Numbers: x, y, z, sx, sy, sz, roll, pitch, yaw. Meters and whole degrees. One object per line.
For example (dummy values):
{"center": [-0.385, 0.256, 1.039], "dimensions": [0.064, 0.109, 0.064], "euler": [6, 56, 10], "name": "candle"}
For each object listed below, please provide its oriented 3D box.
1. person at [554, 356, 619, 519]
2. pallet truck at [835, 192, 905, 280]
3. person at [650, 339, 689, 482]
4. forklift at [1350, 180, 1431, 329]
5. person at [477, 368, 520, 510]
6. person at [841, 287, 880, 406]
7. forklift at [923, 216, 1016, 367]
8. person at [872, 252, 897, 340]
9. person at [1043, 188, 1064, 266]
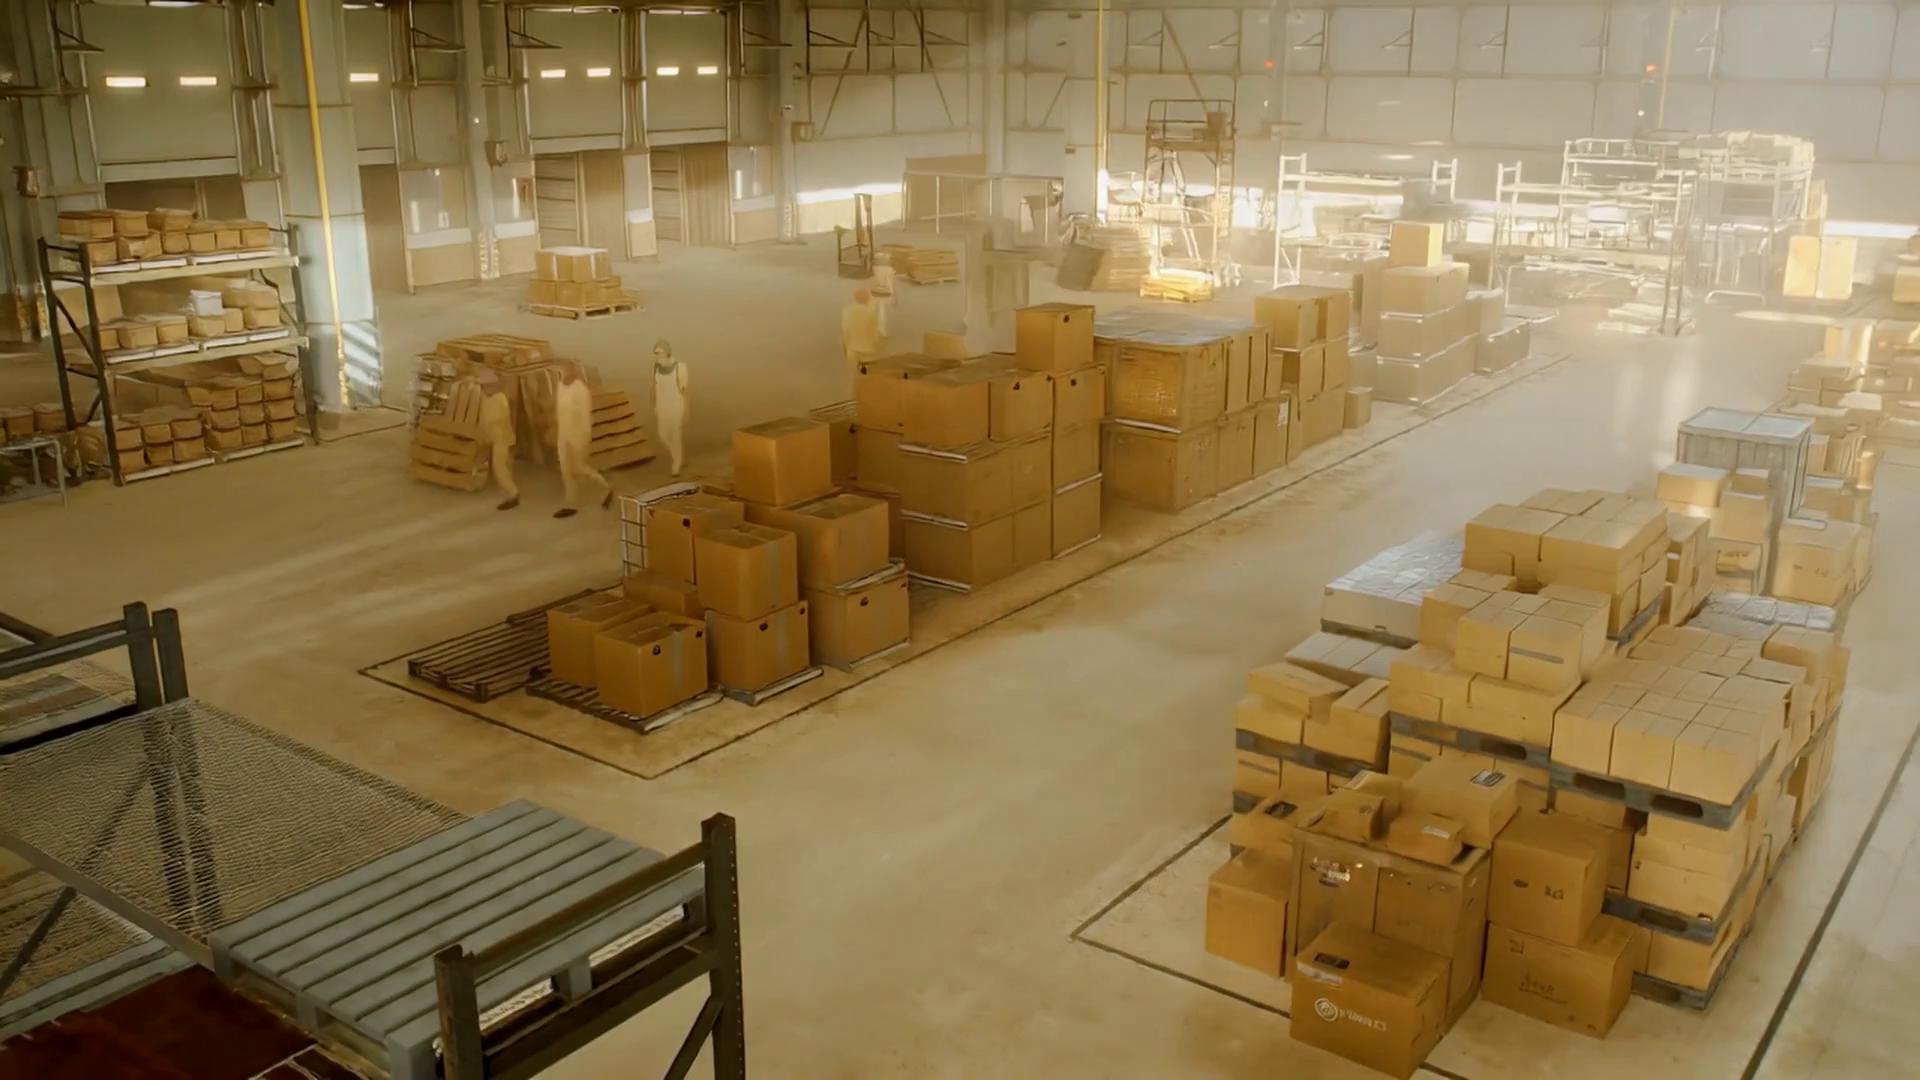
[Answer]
{"center": [-4.439, -1.210, 19.422], "dimensions": [0.690, 1.921, 0.633], "euler": [-11, 20, -33], "name": "person"}
{"center": [-1.936, -7.159, 38.982], "dimensions": [1.885, 1.965, 0.823], "euler": [-12, 21, -34], "name": "pallet truck"}
{"center": [-3.644, -1.674, 21.135], "dimensions": [0.535, 1.828, 0.584], "euler": [4, 17, 14], "name": "person"}
{"center": [8.578, -5.417, 31.710], "dimensions": [1.873, 2.768, 1.129], "euler": [10, 19, 29], "name": "forklift"}
{"center": [-5.455, -1.181, 19.636], "dimensions": [0.422, 1.725, 0.503], "euler": [-16, 23, -42], "name": "person"}
{"center": [-1.507, -2.800, 24.734], "dimensions": [0.646, 1.905, 0.983], "euler": [7, 18, 22], "name": "person"}
{"center": [0.439, -3.495, 25.346], "dimensions": [1.873, 2.768, 1.129], "euler": [12, 21, 35], "name": "forklift"}
{"center": [-1.382, -4.534, 30.922], "dimensions": [0.547, 1.622, 0.381], "euler": [13, 21, 36], "name": "person"}
{"center": [2.411, -7.672, 40.846], "dimensions": [0.868, 1.894, 0.584], "euler": [2, 17, 8], "name": "person"}
